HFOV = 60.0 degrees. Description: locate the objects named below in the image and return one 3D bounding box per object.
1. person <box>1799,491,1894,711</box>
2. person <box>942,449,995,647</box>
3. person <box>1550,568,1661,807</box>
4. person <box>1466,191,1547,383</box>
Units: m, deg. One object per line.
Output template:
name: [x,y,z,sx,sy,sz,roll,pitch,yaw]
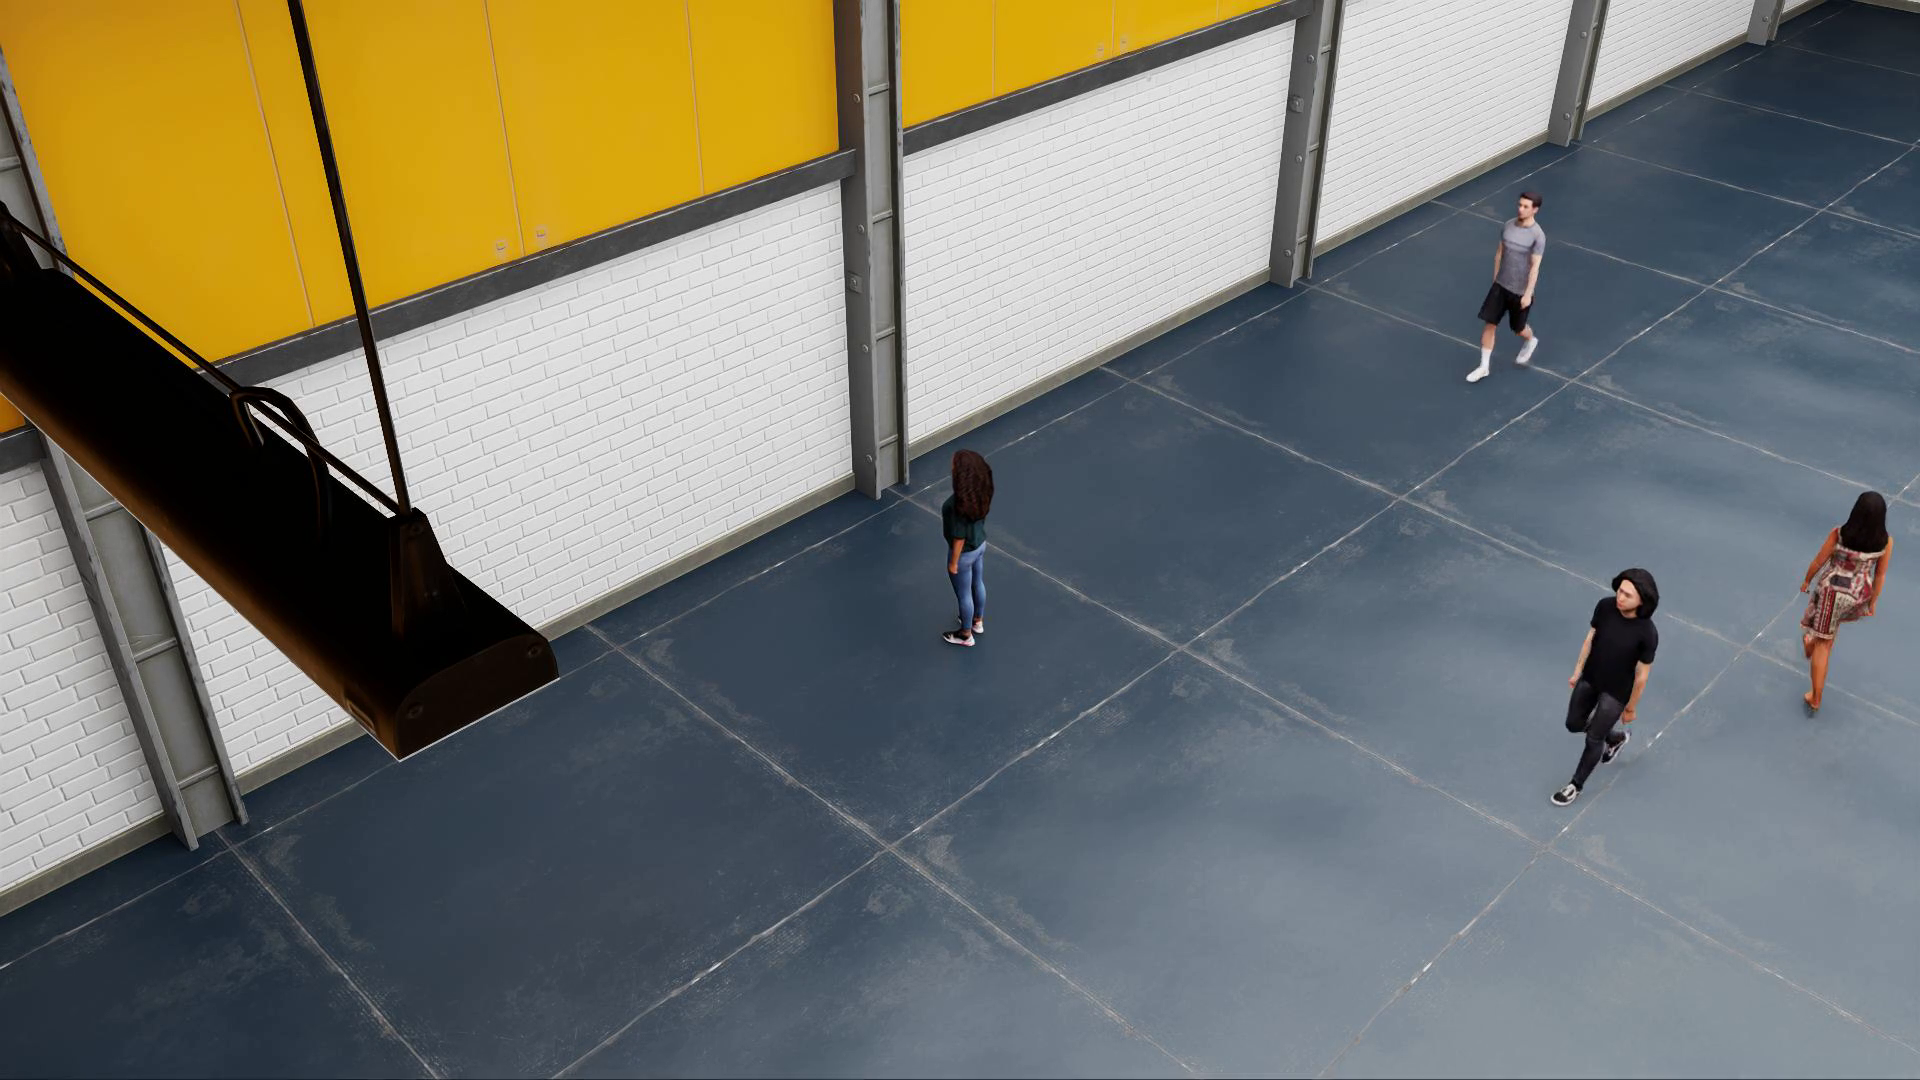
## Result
person: [6.153,0.440,11.613,0.997,1.599,1.207,8,34,11]
person: [0.052,0.051,12.182,0.719,1.617,0.610,18,38,25]
person: [4.226,0.900,10.721,0.983,1.820,0.805,-17,37,-24]
person: [5.283,-2.395,15.662,1.156,1.839,0.769,-23,40,-30]
